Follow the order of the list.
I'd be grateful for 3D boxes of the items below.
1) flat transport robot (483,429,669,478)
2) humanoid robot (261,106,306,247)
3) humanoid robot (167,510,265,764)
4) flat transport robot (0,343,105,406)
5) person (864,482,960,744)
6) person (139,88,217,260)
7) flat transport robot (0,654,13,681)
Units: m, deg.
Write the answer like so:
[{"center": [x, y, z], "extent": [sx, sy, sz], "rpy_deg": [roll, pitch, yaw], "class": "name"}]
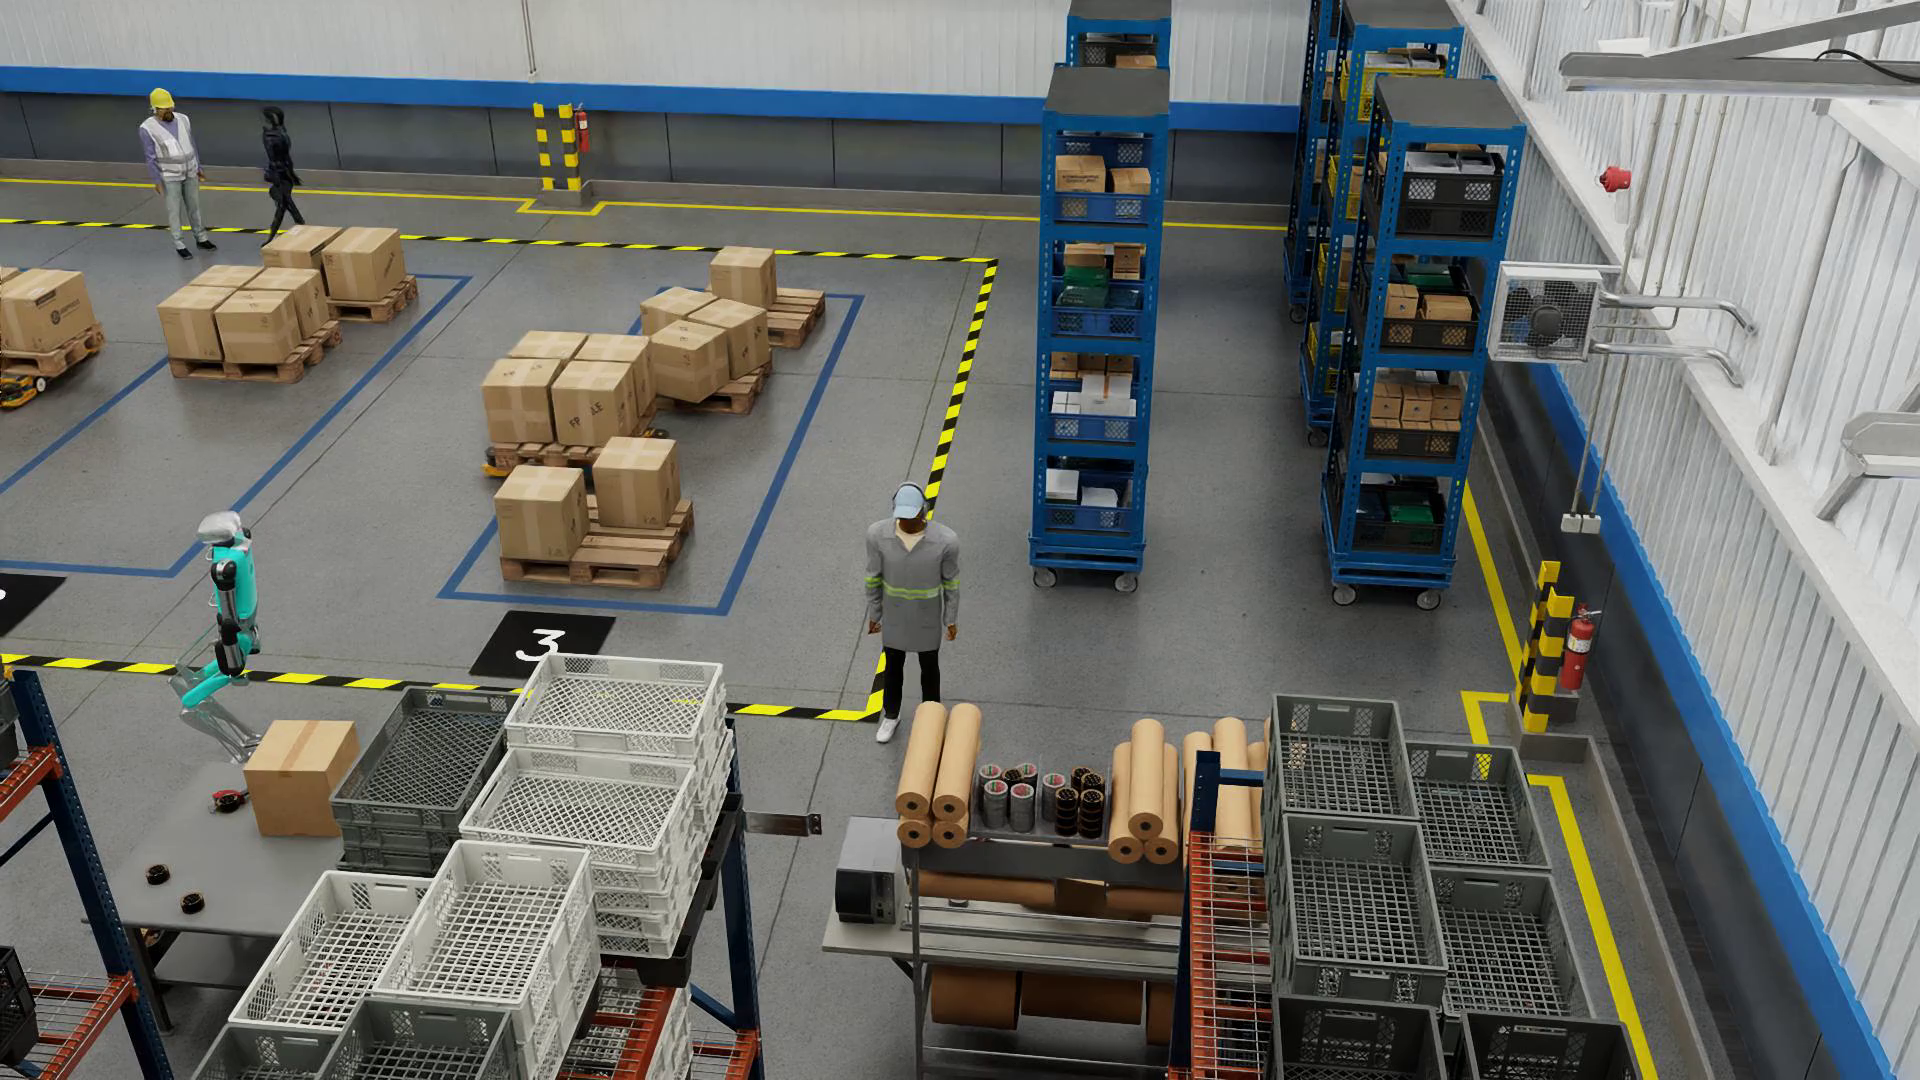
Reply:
[{"center": [-3.189, -0.743, 13.922], "extent": [1.431, 0.197, 0.652], "rpy_deg": [3, 30, 6], "class": "flat transport robot"}, {"center": [-7.354, -3.920, 18.065], "extent": [0.798, 1.618, 0.611], "rpy_deg": [-2, 30, -3], "class": "humanoid robot"}, {"center": [-4.523, 0.617, 10.021], "extent": [0.735, 1.677, 0.533], "rpy_deg": [-5, 31, -8], "class": "humanoid robot"}, {"center": [-8.668, -1.638, 15.459], "extent": [0.652, 0.197, 1.431], "rpy_deg": [3, 30, 6], "class": "flat transport robot"}, {"center": [-0.298, 0.463, 10.304], "extent": [0.588, 1.853, 0.395], "rpy_deg": [4, 30, 7], "class": "person"}, {"center": [-8.419, -3.955, 17.911], "extent": [0.404, 1.829, 0.599], "rpy_deg": [18, 35, 28], "class": "person"}, {"center": [-7.142, 0.969, 11.010], "extent": [1.431, 0.231, 0.659], "rpy_deg": [3, 30, 6], "class": "flat transport robot"}]
